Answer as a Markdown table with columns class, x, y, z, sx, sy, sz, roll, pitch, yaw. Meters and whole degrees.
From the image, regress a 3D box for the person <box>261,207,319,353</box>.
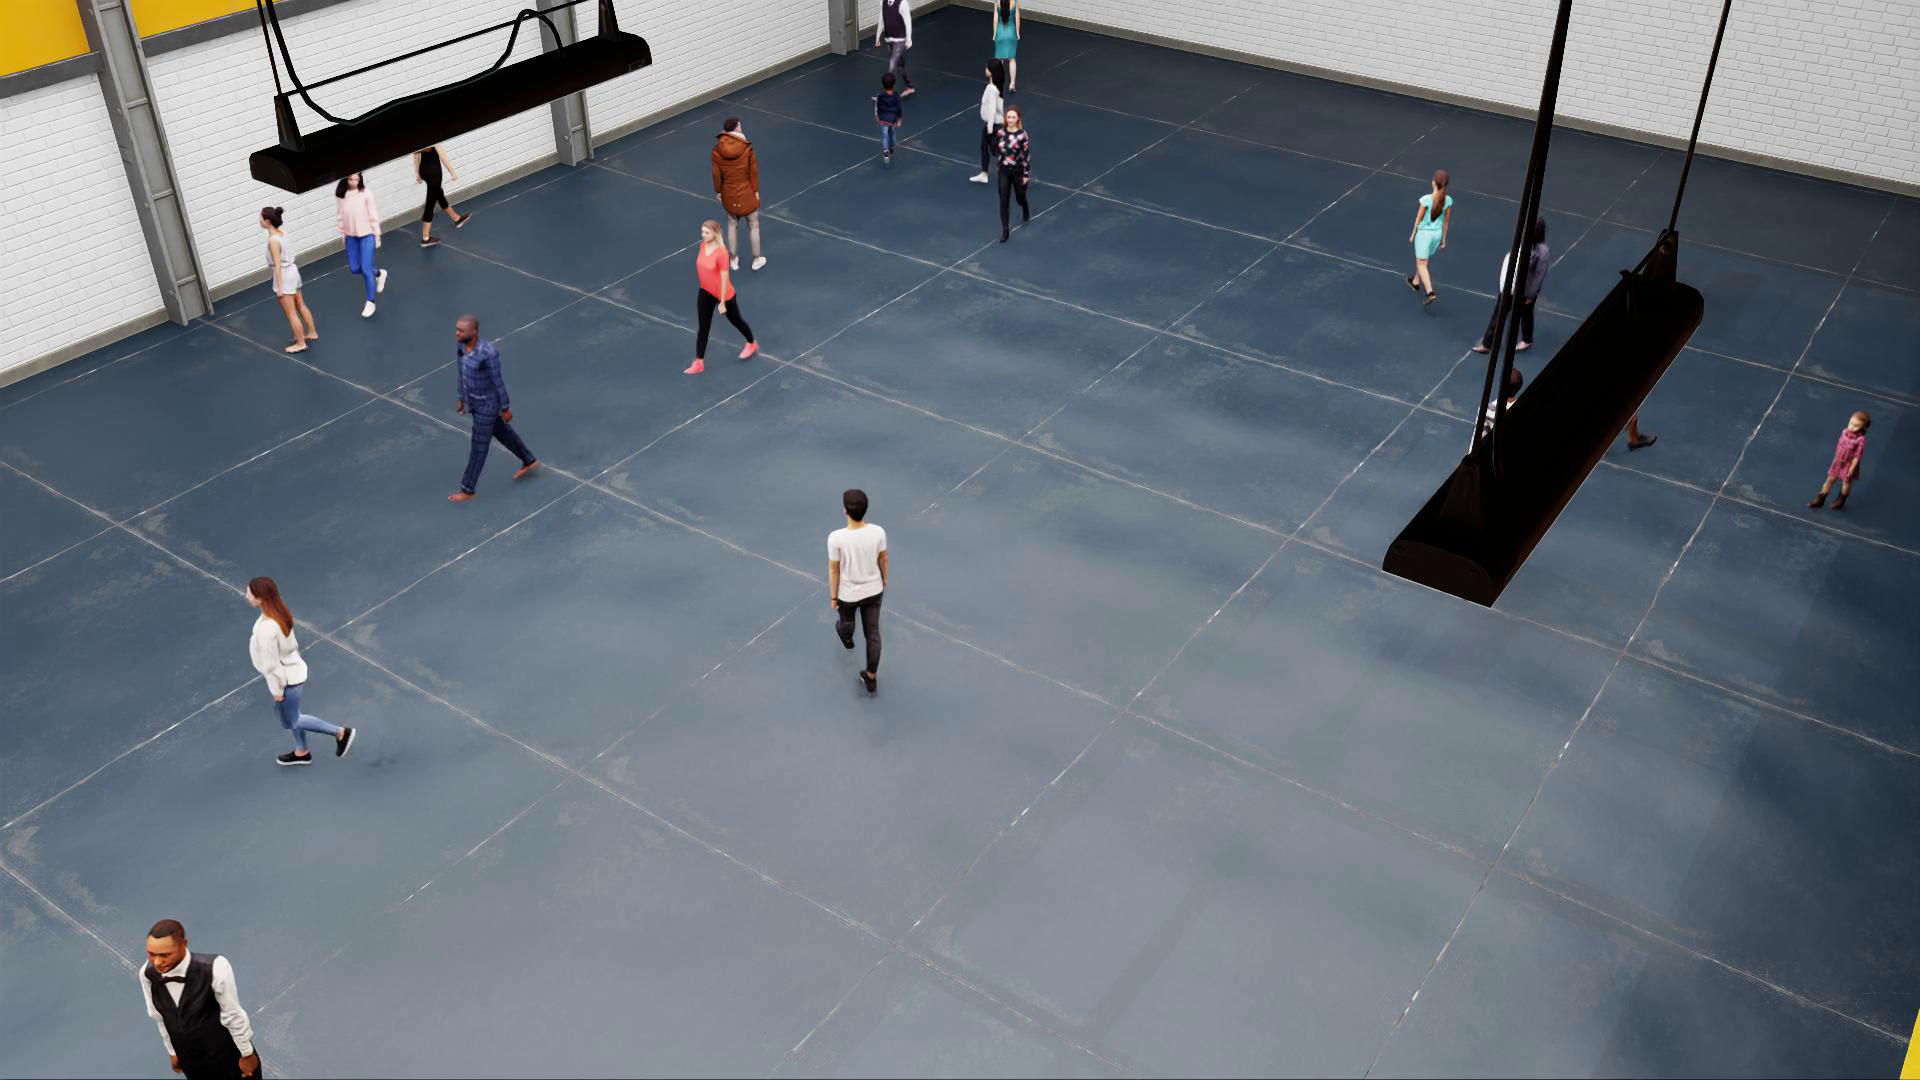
| class | x | y | z | sx | sy | sz | roll | pitch | yaw |
| --- | --- | --- | --- | --- | --- | --- | --- | --- | --- |
| person | -7.248 | -2.817 | 17.892 | 0.738 | 1.615 | 0.666 | -8 | 34 | -12 |

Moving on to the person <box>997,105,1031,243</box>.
| class | x | y | z | sx | sy | sz | roll | pitch | yaw |
| --- | --- | --- | --- | --- | --- | --- | --- | --- | --- |
| person | 0.673 | -4.541 | 20.440 | 0.771 | 1.665 | 1.056 | 11 | 35 | 15 |

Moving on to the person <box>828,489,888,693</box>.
| class | x | y | z | sx | sy | sz | roll | pitch | yaw |
| --- | --- | --- | --- | --- | --- | --- | --- | --- | --- |
| person | -0.767 | 0.419 | 12.961 | 1.109 | 1.684 | 1.111 | -9 | 35 | -14 |

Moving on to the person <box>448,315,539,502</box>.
| class | x | y | z | sx | sy | sz | roll | pitch | yaw |
| --- | --- | --- | --- | --- | --- | --- | --- | --- | --- |
| person | -4.331 | -1.275 | 15.430 | 0.821 | 1.771 | 1.246 | 29 | 43 | 36 |

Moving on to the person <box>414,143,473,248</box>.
| class | x | y | z | sx | sy | sz | roll | pitch | yaw |
| --- | --- | --- | --- | --- | --- | --- | --- | --- | --- |
| person | -6.493 | -4.384 | 20.182 | 0.623 | 1.690 | 1.098 | 24 | 40 | 31 |

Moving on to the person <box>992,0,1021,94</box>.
| class | x | y | z | sx | sy | sz | roll | pitch | yaw |
| --- | --- | --- | --- | --- | --- | --- | --- | --- | --- |
| person | 0.687 | -7.560 | 24.964 | 0.619 | 1.686 | 0.637 | 0 | 34 | 0 |

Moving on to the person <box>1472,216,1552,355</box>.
| class | x | y | z | sx | sy | sz | roll | pitch | yaw |
| --- | --- | --- | --- | --- | --- | --- | --- | --- | --- |
| person | 6.038 | -2.697 | 17.764 | 1.153 | 1.556 | 0.955 | -18 | 37 | -24 |

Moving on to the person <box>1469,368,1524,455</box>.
| class | x | y | z | sx | sy | sz | roll | pitch | yaw |
| --- | --- | --- | --- | --- | --- | --- | --- | --- | --- |
| person | 4.636 | -0.644 | 14.407 | 0.723 | 1.855 | 0.725 | 1 | 34 | 2 |

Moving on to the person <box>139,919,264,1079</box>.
| class | x | y | z | sx | sy | sz | roll | pitch | yaw |
| --- | --- | --- | --- | --- | --- | --- | --- | --- | --- |
| person | -4.148 | 2.767 | 9.222 | 0.774 | 1.913 | 0.775 | 2 | 34 | 4 |

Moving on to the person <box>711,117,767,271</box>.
| class | x | y | z | sx | sy | sz | roll | pitch | yaw |
| --- | --- | --- | --- | --- | --- | --- | --- | --- | --- |
| person | -2.597 | -4.065 | 19.569 | 0.834 | 1.837 | 0.859 | 4 | 34 | 6 |

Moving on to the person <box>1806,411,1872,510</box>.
| class | x | y | z | sx | sy | sz | roll | pitch | yaw |
| --- | --- | --- | --- | --- | --- | --- | --- | --- | --- |
| person | 8.202 | -0.736 | 15.311 | 0.704 | 1.007 | 0.595 | -15 | 36 | -21 |

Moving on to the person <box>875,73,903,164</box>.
| class | x | y | z | sx | sy | sz | roll | pitch | yaw |
| --- | --- | --- | --- | --- | --- | --- | --- | --- | --- |
| person | -0.987 | -5.741 | 22.661 | 0.806 | 1.206 | 0.897 | -3 | 34 | -4 |

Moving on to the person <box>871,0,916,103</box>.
| class | x | y | z | sx | sy | sz | roll | pitch | yaw |
| --- | --- | --- | --- | --- | --- | --- | --- | --- | --- |
| person | -0.890 | -7.379 | 24.613 | 0.803 | 1.772 | 1.220 | 26 | 42 | 34 |

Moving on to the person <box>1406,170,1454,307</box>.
| class | x | y | z | sx | sy | sz | roll | pitch | yaw |
| --- | --- | --- | --- | --- | --- | --- | --- | --- | --- |
| person | 5.338 | -3.416 | 18.866 | 1.015 | 1.534 | 1.049 | -7 | 34 | -10 |

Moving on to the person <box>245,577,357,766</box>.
| class | x | y | z | sx | sy | sz | roll | pitch | yaw |
| --- | --- | --- | --- | --- | --- | --- | --- | --- | --- |
| person | -4.833 | 0.993 | 12.103 | 0.978 | 1.678 | 0.919 | -5 | 34 | -8 |

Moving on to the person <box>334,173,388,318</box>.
| class | x | y | z | sx | sy | sz | roll | pitch | yaw |
| --- | --- | --- | --- | --- | --- | --- | --- | --- | --- |
| person | -6.676 | -3.404 | 18.663 | 0.869 | 1.739 | 1.014 | 7 | 34 | 10 |

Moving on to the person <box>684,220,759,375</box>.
| class | x | y | z | sx | sy | sz | roll | pitch | yaw |
| --- | --- | --- | --- | --- | --- | --- | --- | --- | --- |
| person | -2.465 | -2.584 | 17.515 | 0.649 | 1.644 | 1.184 | 24 | 41 | 32 |
